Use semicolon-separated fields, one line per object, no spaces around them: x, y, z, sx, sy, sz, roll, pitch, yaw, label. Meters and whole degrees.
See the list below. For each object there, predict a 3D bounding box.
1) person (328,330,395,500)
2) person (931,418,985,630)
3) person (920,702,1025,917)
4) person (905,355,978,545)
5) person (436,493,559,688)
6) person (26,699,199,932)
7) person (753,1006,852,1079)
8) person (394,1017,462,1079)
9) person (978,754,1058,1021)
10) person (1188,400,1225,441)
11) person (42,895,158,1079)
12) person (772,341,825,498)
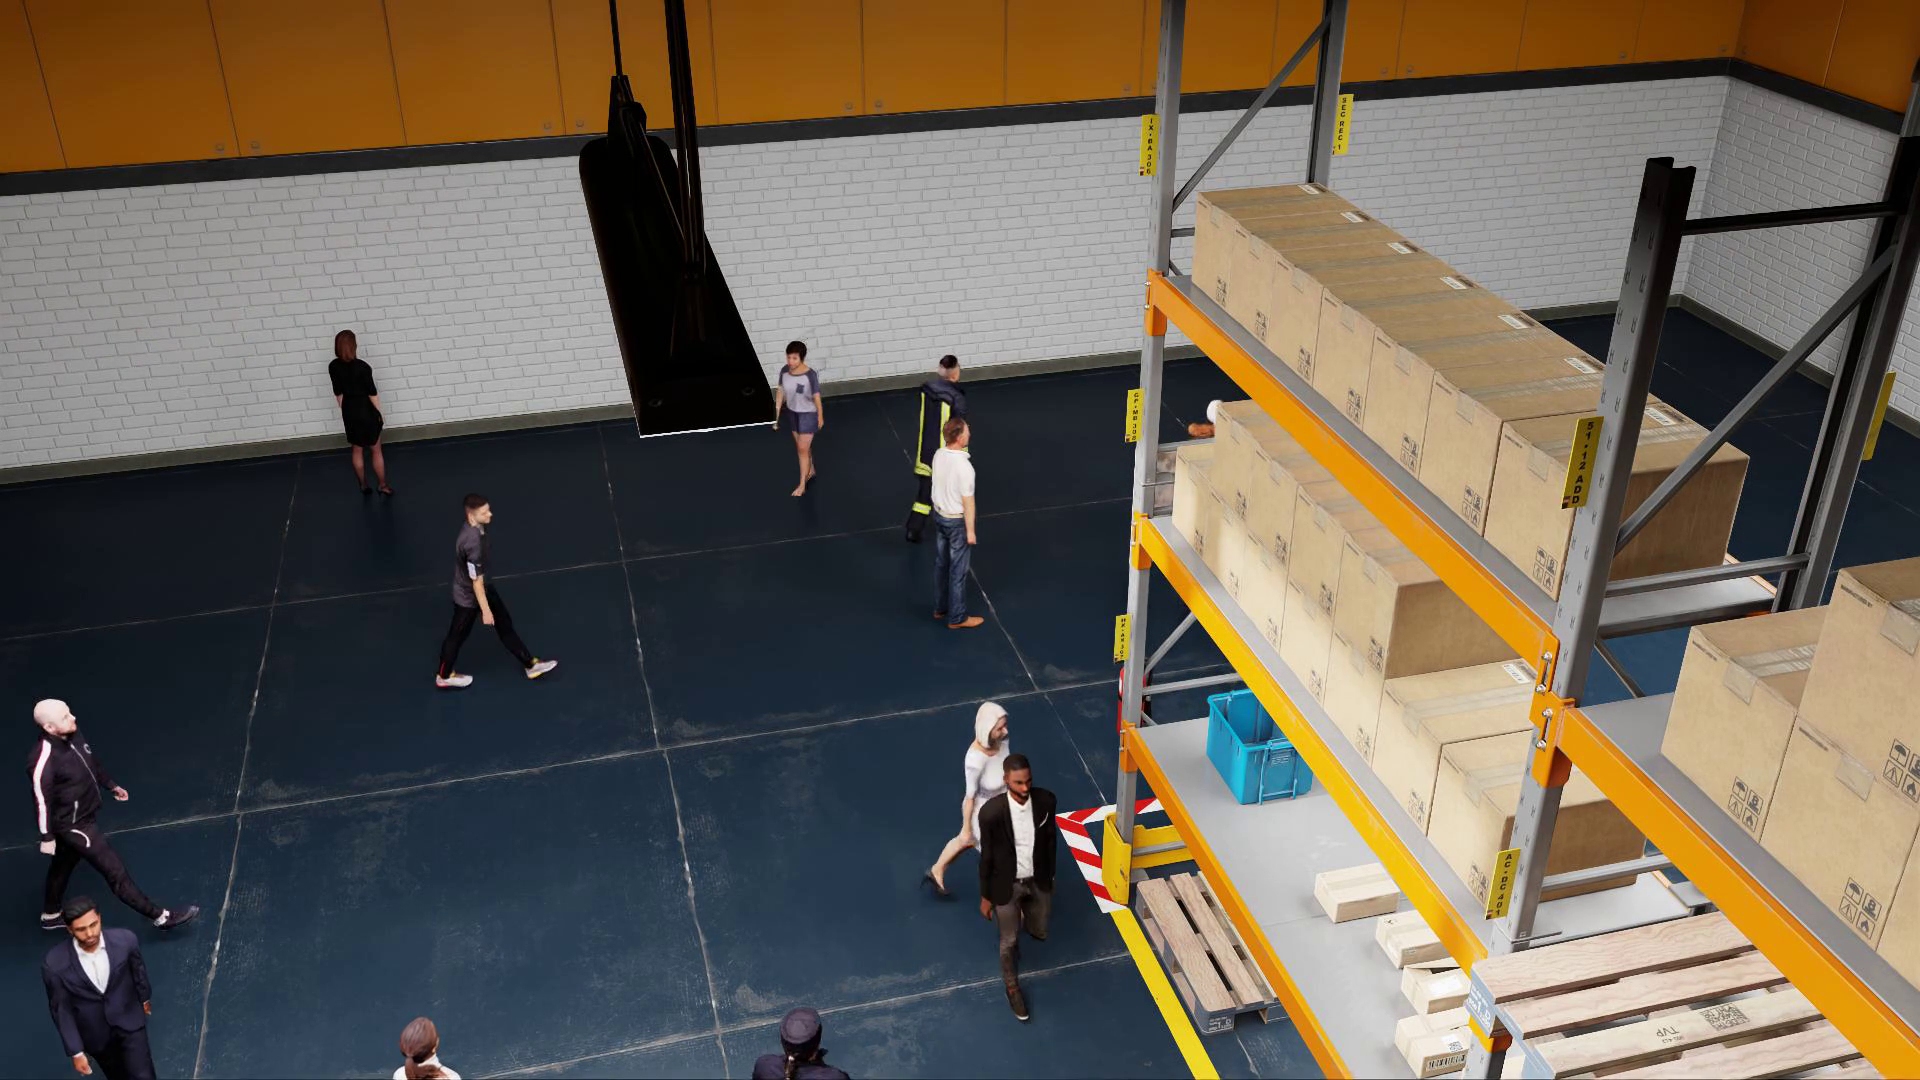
-5.703;-1.188;15.814;0.657;1.706;0.642;5;29;10;person
-0.073;-0.151;13.758;0.775;1.855;0.608;-16;32;-26;person
0.080;1.709;10.508;1.164;1.701;1.128;12;31;21;person
-0.215;-0.789;14.956;1.215;1.827;1.237;17;33;29;person
-3.826;0.436;12.845;0.874;1.699;1.185;-3;29;-5;person
-5.597;1.775;10.311;0.779;1.773;1.179;-6;29;-10;person
-0.791;3.036;8.139;1.015;1.640;1.176;7;29;13;person
-2.590;2.995;8.299;0.593;1.559;0.613;1;29;3;person
0.305;1.994;9.896;0.702;1.787;0.874;-10;30;-18;person
2.214;-0.430;14.528;1.000;1.606;1.140;10;30;18;person
-4.617;2.573;8.963;0.918;1.664;1.278;-18;34;-30;person
-1.491;-1.246;16.099;0.850;1.535;0.906;17;33;28;person
